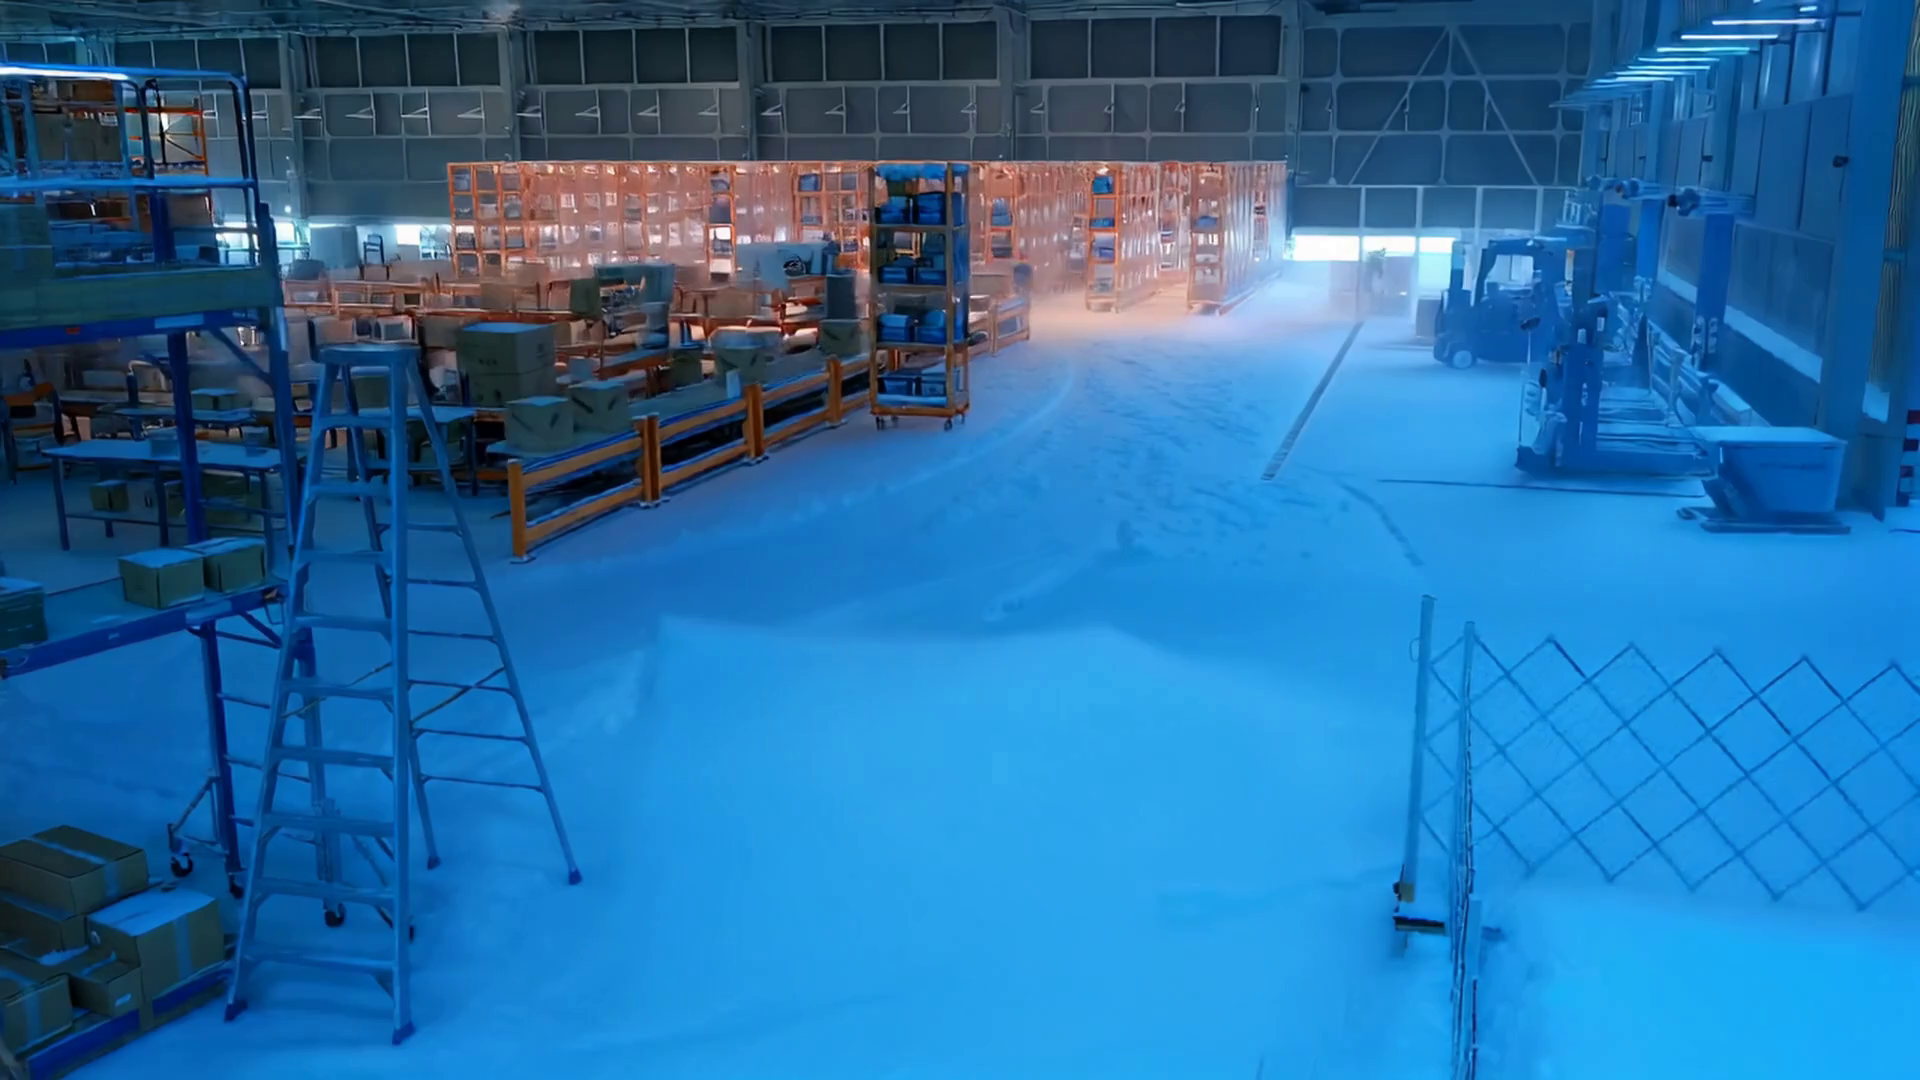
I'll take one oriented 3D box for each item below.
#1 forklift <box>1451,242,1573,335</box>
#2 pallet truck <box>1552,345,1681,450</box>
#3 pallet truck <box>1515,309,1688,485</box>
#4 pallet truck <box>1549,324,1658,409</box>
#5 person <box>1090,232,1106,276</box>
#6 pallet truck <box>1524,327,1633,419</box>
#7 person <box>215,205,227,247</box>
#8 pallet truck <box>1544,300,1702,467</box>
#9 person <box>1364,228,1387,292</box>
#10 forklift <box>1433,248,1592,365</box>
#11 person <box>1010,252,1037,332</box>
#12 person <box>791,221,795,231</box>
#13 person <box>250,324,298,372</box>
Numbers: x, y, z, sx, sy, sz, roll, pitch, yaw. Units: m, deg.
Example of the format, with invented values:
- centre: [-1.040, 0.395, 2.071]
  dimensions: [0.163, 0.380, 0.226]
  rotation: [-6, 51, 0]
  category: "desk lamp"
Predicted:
- centre: [10.464, -4.597, 31.405]
  dimensions: [2.680, 1.987, 1.157]
  rotation: [4, 14, 16]
  category: "forklift"
- centre: [8.641, -1.896, 21.908]
  dimensions: [1.630, 1.274, 0.653]
  rotation: [4, 14, 16]
  category: "pallet truck"
- centre: [7.554, -1.677, 19.446]
  dimensions: [1.885, 1.965, 0.823]
  rotation: [3, 13, 14]
  category: "pallet truck"
- centre: [9.824, -2.669, 25.407]
  dimensions: [1.601, 1.201, 0.680]
  rotation: [4, 14, 16]
  category: "pallet truck"
- centre: [3.819, -7.662, 45.461]
  dimensions: [0.614, 1.918, 1.094]
  rotation: [2, 13, 7]
  category: "person"
- centre: [9.065, -2.460, 24.370]
  dimensions: [1.522, 1.261, 0.704]
  rotation: [3, 13, 14]
  category: "pallet truck"
- centre: [-30.668, -13.009, 68.915]
  dimensions: [0.320, 1.755, 0.569]
  rotation: [3, 13, 14]
  category: "person"
- centre: [8.263, -1.952, 20.631]
  dimensions: [1.885, 1.965, 0.823]
  rotation: [5, 14, 20]
  category: "pallet truck"
- centre: [11.269, -7.540, 45.171]
  dimensions: [0.795, 1.818, 0.538]
  rotation: [-2, 13, -10]
  category: "person"
- centre: [9.780, -4.111, 29.280]
  dimensions: [2.680, 1.987, 1.157]
  rotation: [3, 13, 14]
  category: "forklift"
- centre: [1.339, -5.396, 36.097]
  dimensions: [0.529, 1.738, 0.824]
  rotation: [-11, 17, -40]
  category: "person"
- centre: [-5.186, -8.875, 50.977]
  dimensions: [0.832, 1.799, 0.595]
  rotation: [6, 14, 24]
  category: "person"
- centre: [-12.116, -3.864, 29.157]
  dimensions: [0.836, 1.884, 0.647]
  rotation: [-2, 13, -10]
  category: "person"
